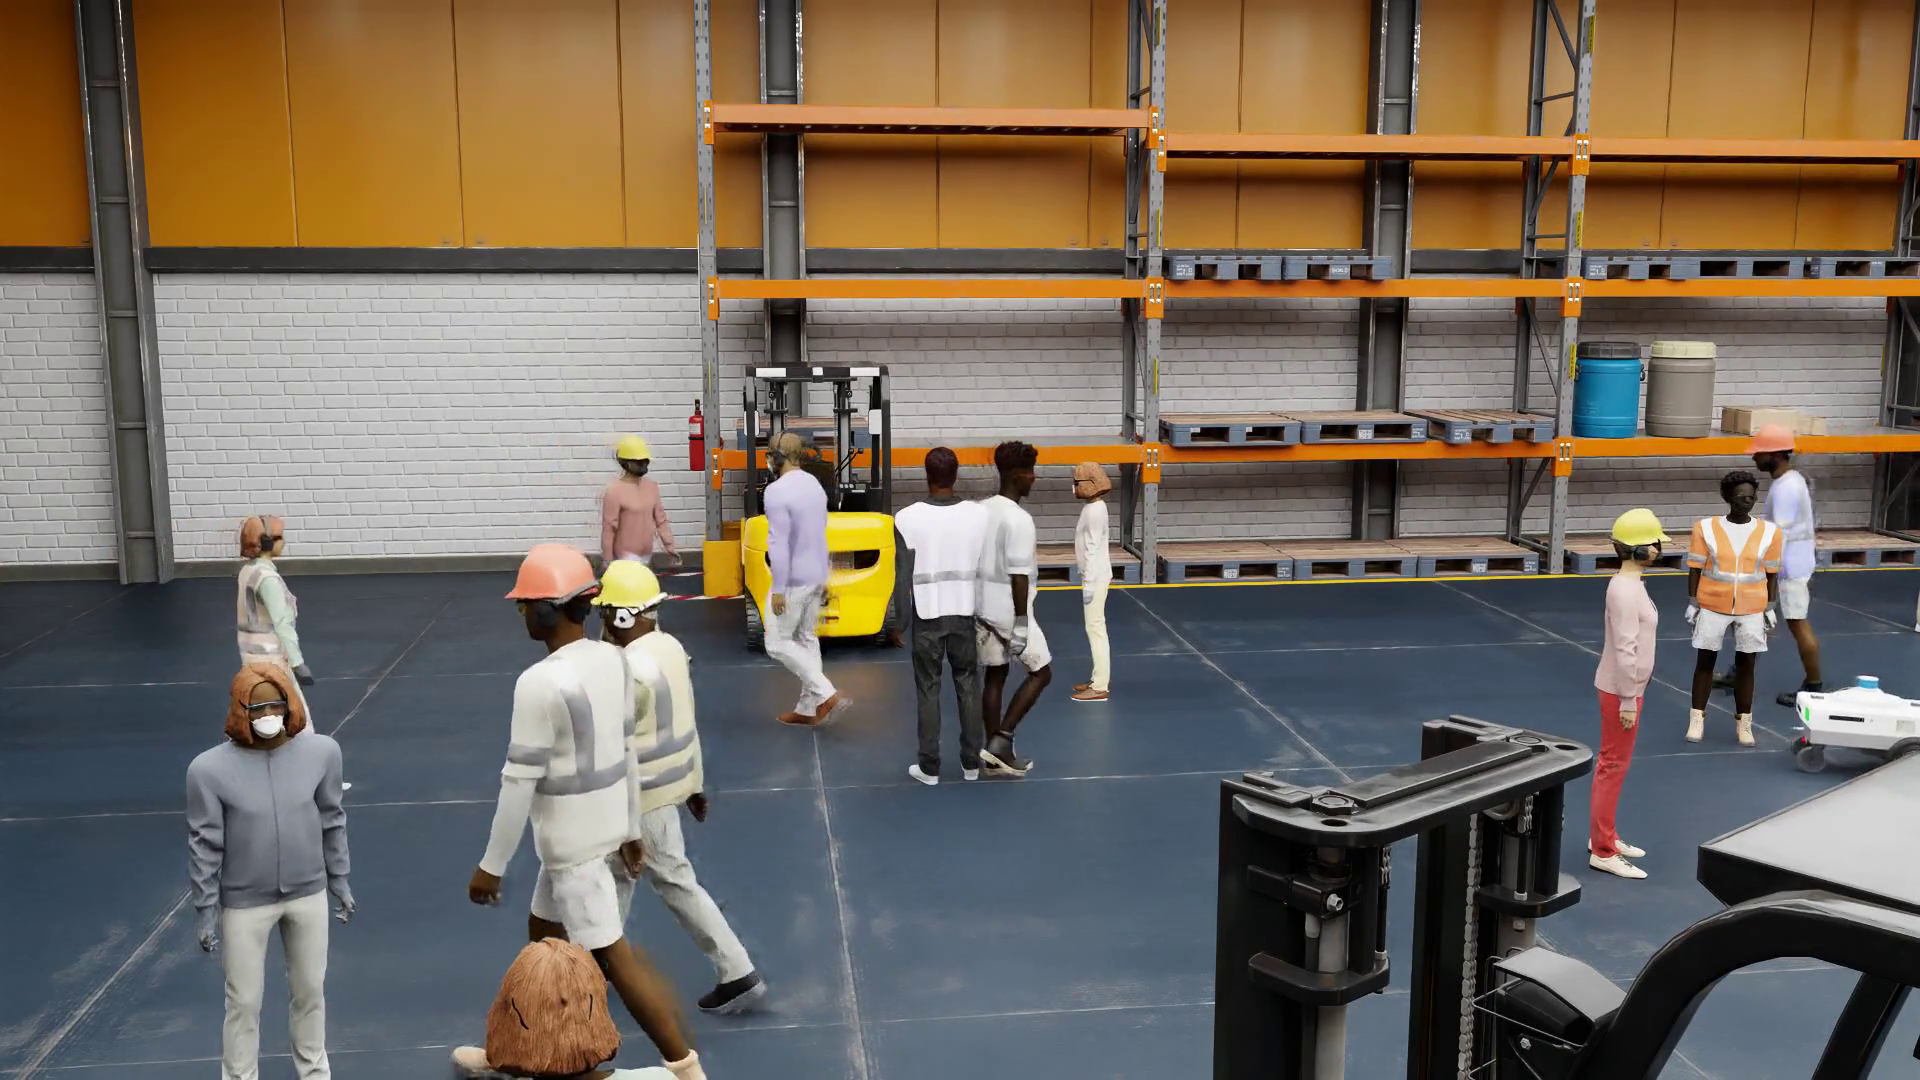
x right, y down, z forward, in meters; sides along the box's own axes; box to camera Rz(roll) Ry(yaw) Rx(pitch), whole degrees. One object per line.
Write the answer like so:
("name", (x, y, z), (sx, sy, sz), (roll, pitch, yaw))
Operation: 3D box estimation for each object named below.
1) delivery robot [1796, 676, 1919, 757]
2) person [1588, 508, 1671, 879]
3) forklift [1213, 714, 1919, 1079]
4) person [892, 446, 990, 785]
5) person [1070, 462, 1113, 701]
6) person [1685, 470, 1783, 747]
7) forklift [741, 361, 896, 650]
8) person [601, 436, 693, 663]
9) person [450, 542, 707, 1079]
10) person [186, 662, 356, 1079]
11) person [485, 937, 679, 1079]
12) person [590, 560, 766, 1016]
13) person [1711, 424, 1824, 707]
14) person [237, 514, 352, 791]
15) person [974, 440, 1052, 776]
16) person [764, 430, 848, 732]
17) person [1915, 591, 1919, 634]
("delivery robot", (5.234, 1.031, 9.615), (0.707, 0.478, 0.477), (3, 10, 20))
("person", (3.222, 0.726, 8.030), (0.296, 1.772, 0.533), (4, 10, 21))
("forklift", (1.441, 1.425, 2.350), (1.214, 2.155, 2.313), (-7, 12, -39))
("person", (-0.086, 0.432, 9.414), (0.597, 1.914, 0.373), (-3, 9, -16))
("person", (0.892, 0.278, 11.287), (0.280, 1.624, 0.493), (0, 9, 3))
("person", (4.722, 0.416, 10.185), (0.540, 1.700, 0.316), (3, 10, 19))
("forklift", (-1.154, -0.340, 13.365), (1.214, 2.155, 2.313), (-1, 9, -7))
("person", (-2.292, 0.111, 12.030), (0.938, 1.715, 0.535), (5, 10, 26))
("person", (-1.293, 1.000, 5.675), (1.065, 1.995, 0.626), (2, 9, 11))
("person", (-2.270, 1.197, 5.514), (0.507, 1.631, 0.266), (-7, 12, -38))
("person", (-0.759, 1.562, 3.240), (0.499, 1.633, 0.286), (-6, 11, -34))
("person", (-1.193, 0.967, 6.515), (0.940, 1.791, 0.589), (1, 9, 5))
("person", (5.369, 0.177, 11.072), (0.935, 1.888, 0.564), (4, 10, 25))
("person", (-3.698, 0.662, 8.928), (0.732, 1.608, 0.515), (-5, 11, -30))
("person", (0.287, 0.398, 9.502), (0.415, 1.948, 0.616), (-5, 10, -29))
("person", (-0.977, 0.271, 10.439), (0.575, 1.912, 0.658), (4, 10, 23))
("person", (7.895, -0.041, 13.271), (0.516, 1.629, 0.322), (-8, 12, -42))
